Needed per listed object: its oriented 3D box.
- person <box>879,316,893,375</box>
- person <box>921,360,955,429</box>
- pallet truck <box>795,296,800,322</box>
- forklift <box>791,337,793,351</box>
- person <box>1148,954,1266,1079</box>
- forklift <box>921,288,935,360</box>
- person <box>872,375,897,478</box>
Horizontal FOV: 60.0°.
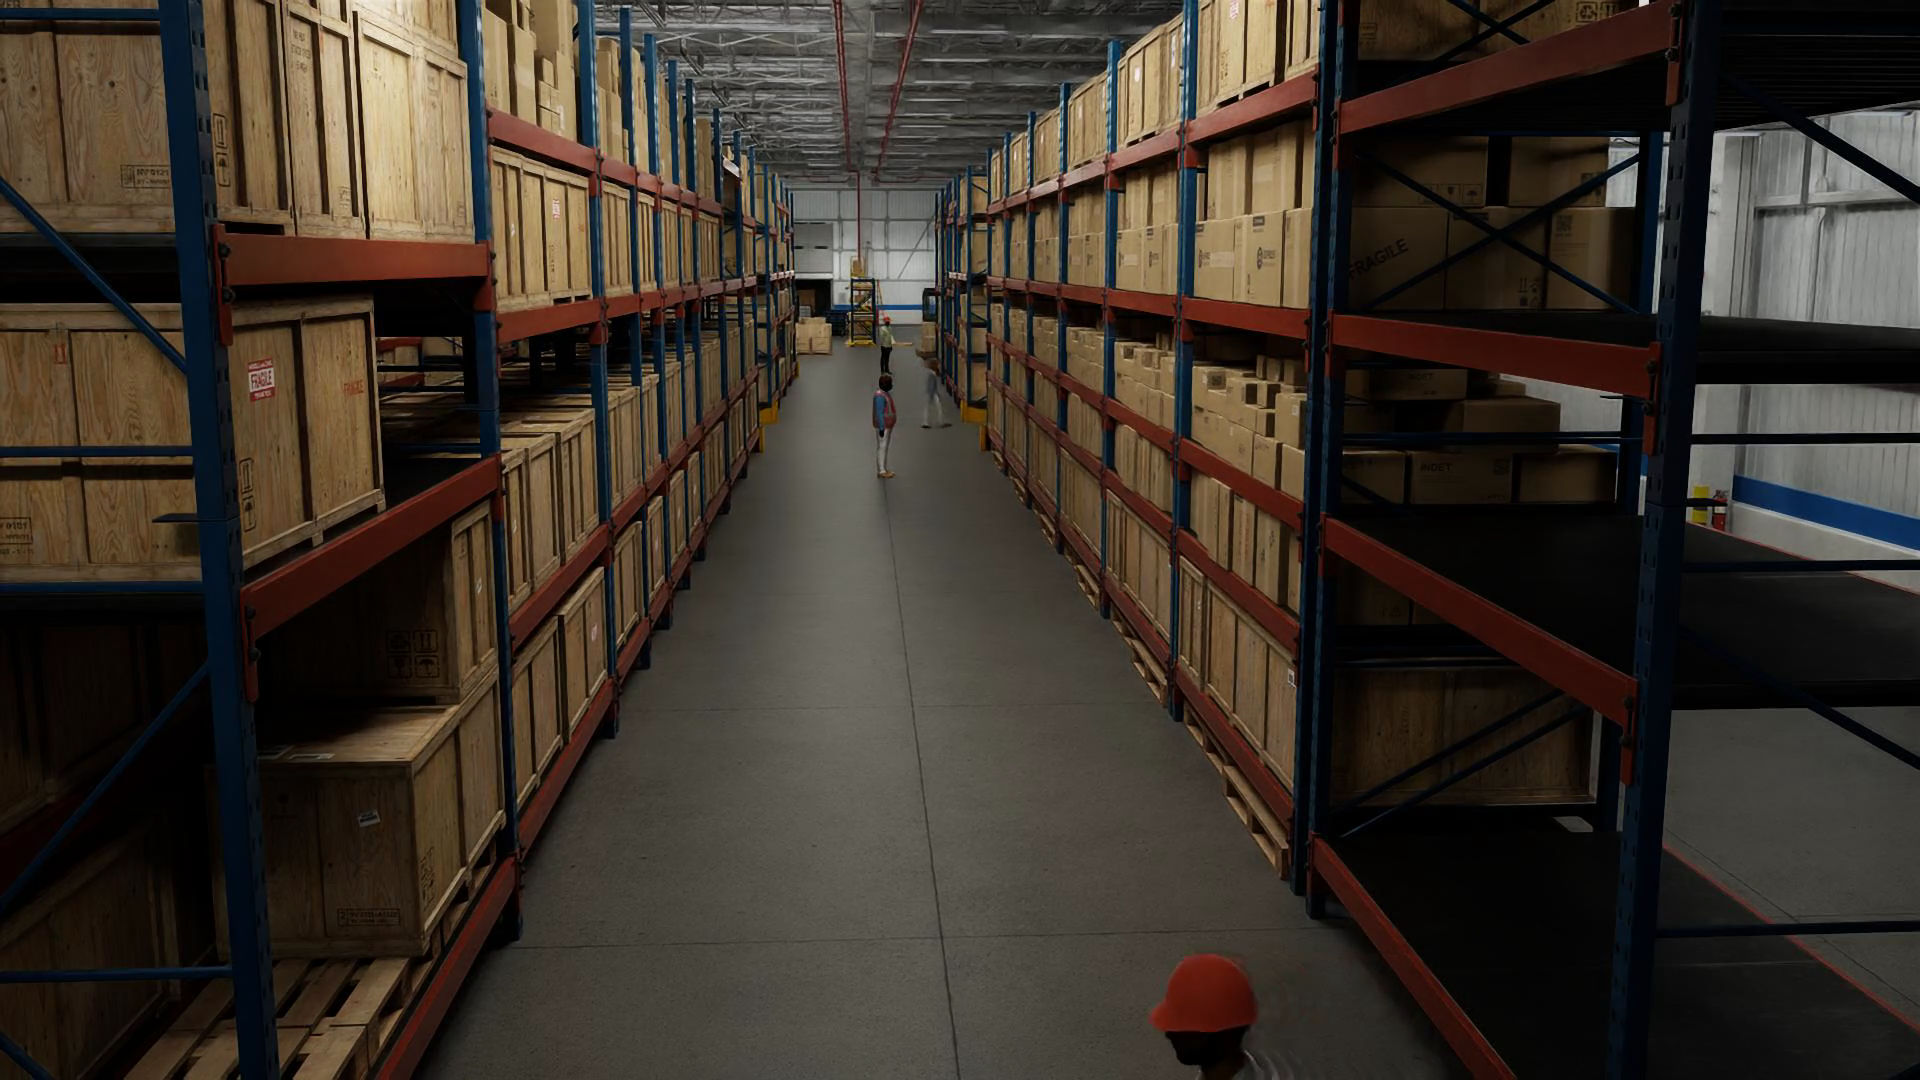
[{"bbox_3d":[-2.506,-6.614,56.612,0.378,1.996,0.610,6,11,30],"label":"person"},{"bbox_3d":[-0.518,-3.344,38.243,0.816,1.593,0.520,-1,10,-4],"label":"person"},{"bbox_3d":[-8.622,-12.439,91.403,1.885,1.965,0.823,2,10,13],"label":"pallet truck"},{"bbox_3d":[-7.585,-8.458,64.990,1.873,2.768,1.129,3,10,19],"label":"forklift"},{"bbox_3d":[0.667,2.110,4.766,0.757,1.911,0.562,-1,10,-4],"label":"person"},{"bbox_3d":[-0.936,-8.461,65.011,1.129,2.768,1.873,-1,10,-3],"label":"forklift"},{"bbox_3d":[-1.341,-2.025,29.695,0.430,1.838,0.622,1,10,7],"label":"person"}]
